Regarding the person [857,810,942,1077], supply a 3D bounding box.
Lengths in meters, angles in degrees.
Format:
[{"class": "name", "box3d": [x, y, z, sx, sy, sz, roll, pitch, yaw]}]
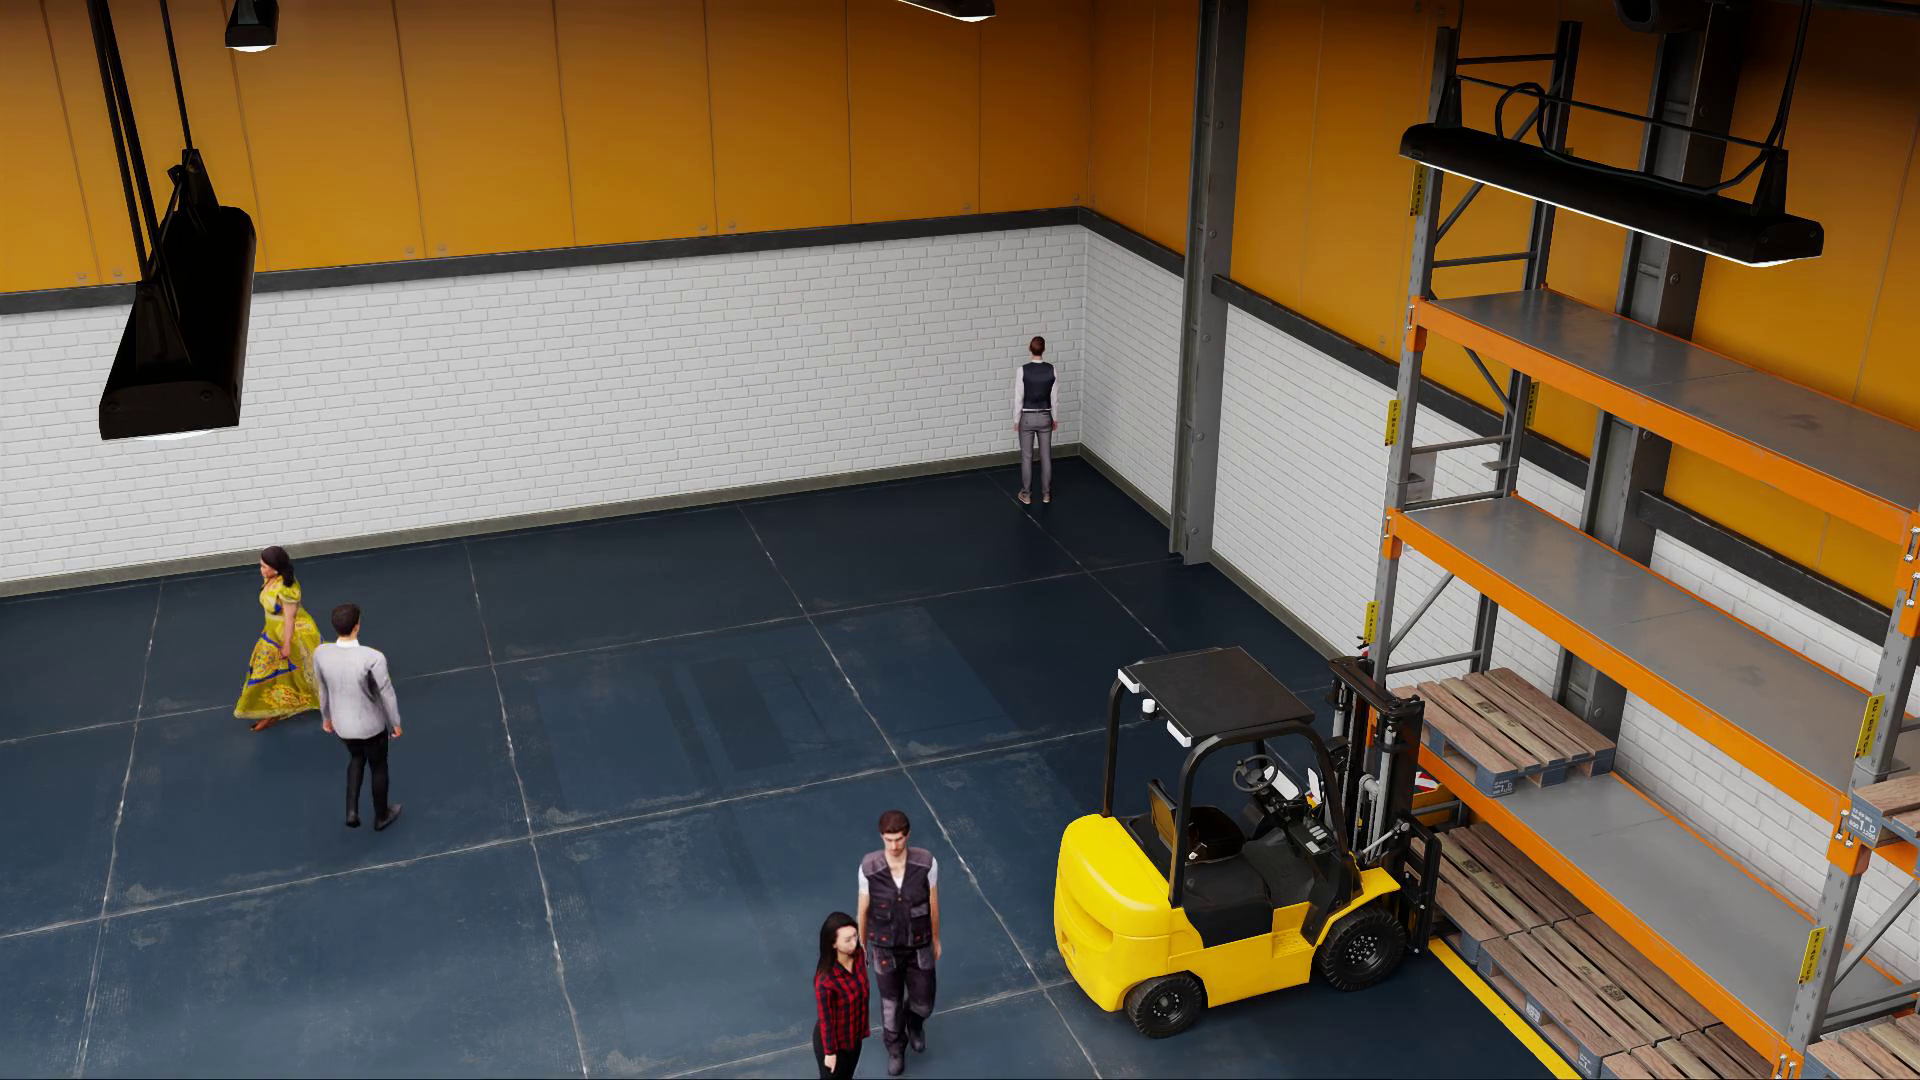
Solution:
[{"class": "person", "box3d": [-0.364, 2.407, 10.188, 0.754, 1.835, 0.771, -2, 24, -4]}]

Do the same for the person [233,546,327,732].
[{"class": "person", "box3d": [-5.590, 0.808, 14.126, 1.164, 1.612, 1.375, -21, 31, -39]}]

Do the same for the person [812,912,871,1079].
[{"class": "person", "box3d": [-0.699, 2.816, 9.475, 0.706, 1.657, 0.657, 12, 26, 26]}]

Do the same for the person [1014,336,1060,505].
[{"class": "person", "box3d": [0.852, -1.360, 18.676, 0.717, 1.938, 0.642, -3, 24, -6]}]

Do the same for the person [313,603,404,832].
[{"class": "person", "box3d": [-4.530, 1.390, 12.422, 0.940, 1.910, 0.992, 4, 24, 8]}]
